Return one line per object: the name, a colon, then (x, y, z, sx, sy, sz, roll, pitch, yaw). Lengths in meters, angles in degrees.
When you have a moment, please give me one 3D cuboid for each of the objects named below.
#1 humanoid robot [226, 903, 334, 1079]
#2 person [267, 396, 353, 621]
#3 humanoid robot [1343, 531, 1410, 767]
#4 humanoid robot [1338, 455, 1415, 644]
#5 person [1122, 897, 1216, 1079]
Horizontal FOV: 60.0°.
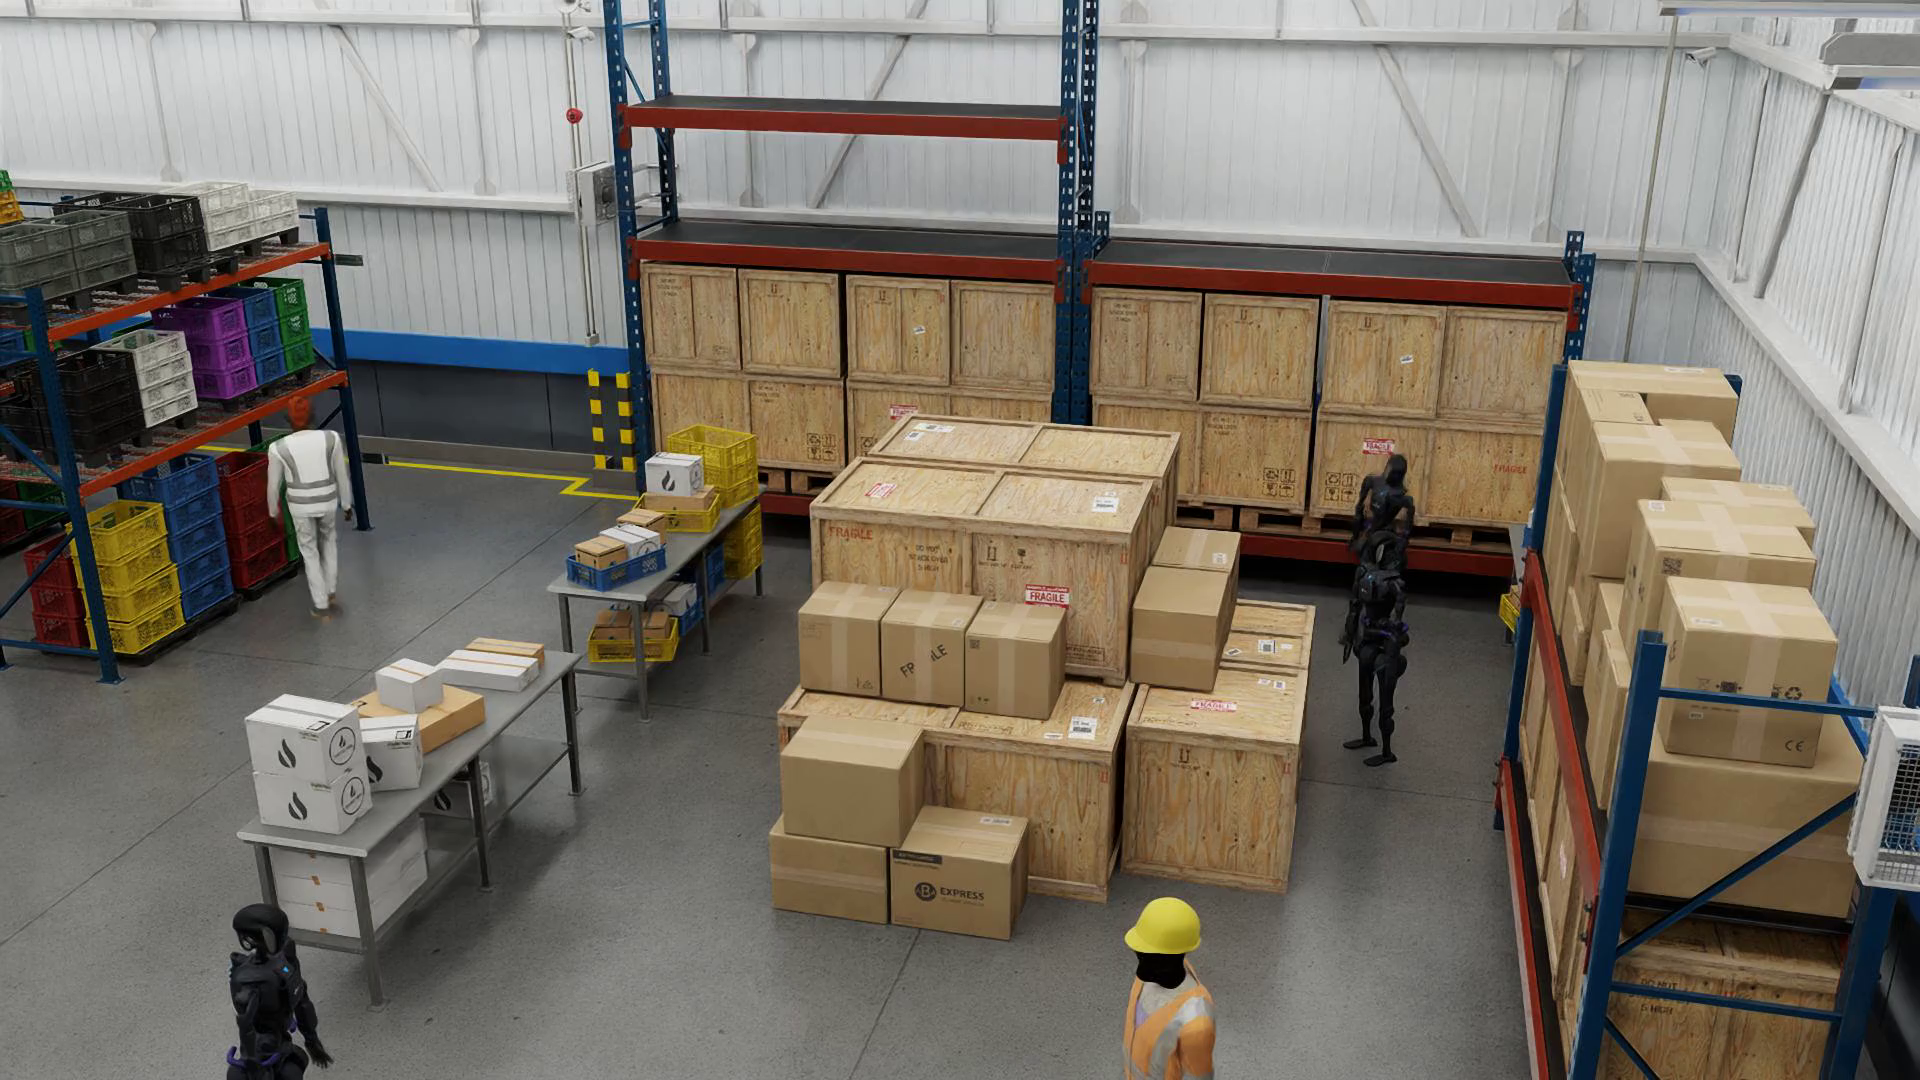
humanoid robot: (-2.921, 2.273, 7.124, 0.333, 1.650, 0.572, 0, 21, 0)
person: (-5.313, -0.287, 13.548, 0.617, 1.865, 0.613, -15, 25, -34)
humanoid robot: (2.800, 0.719, 11.191, 0.351, 1.651, 0.565, -9, 23, -23)
humanoid robot: (3.243, 0.071, 12.939, 0.639, 1.622, 0.650, -20, 28, -41)
person: (0.810, 2.286, 6.738, 0.361, 1.930, 0.586, -6, 22, -16)
